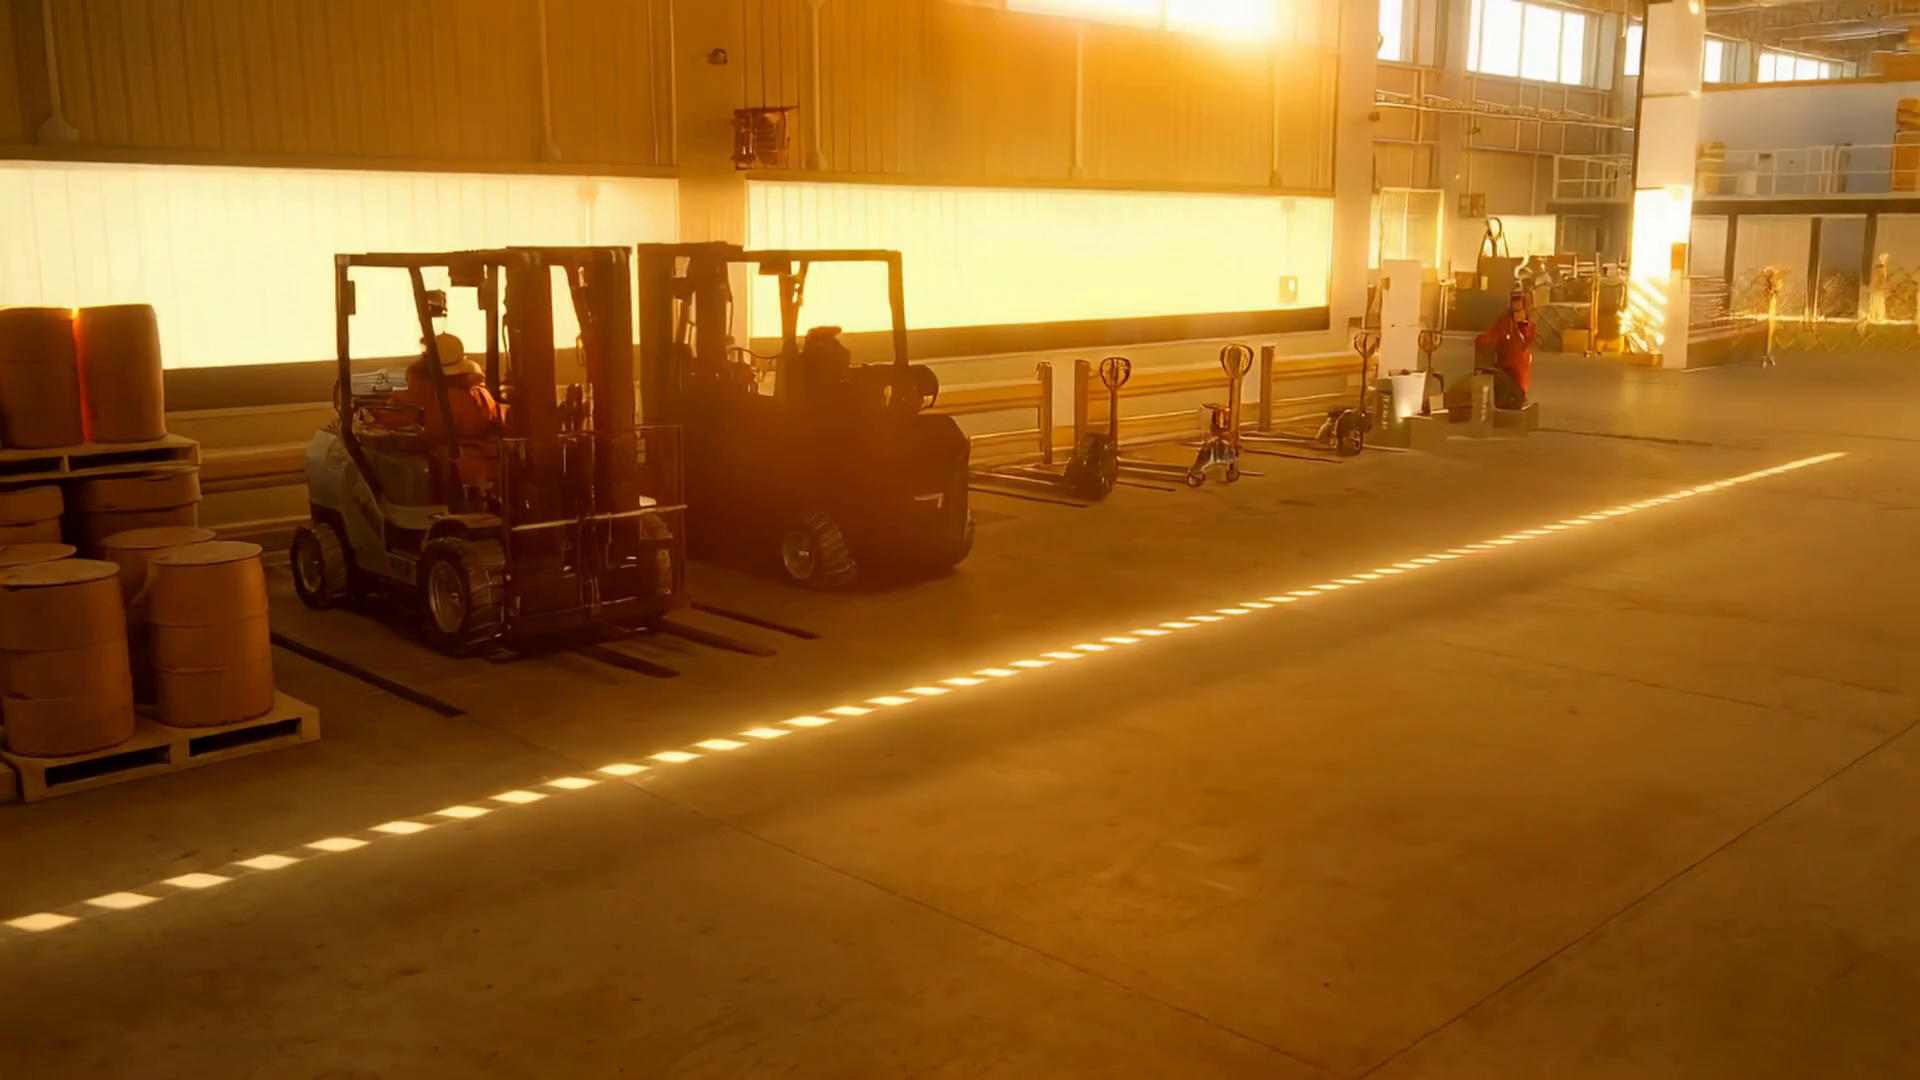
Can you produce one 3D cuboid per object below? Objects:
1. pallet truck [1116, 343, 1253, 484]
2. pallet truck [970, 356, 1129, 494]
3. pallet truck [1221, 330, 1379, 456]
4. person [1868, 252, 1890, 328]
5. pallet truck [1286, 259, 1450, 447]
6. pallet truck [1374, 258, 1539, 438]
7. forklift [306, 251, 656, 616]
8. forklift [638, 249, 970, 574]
[{"bbox_3d":[1.962,-1.215,15.415,1.522,1.261,0.704,10,14,43],"label":"pallet truck"},{"bbox_3d":[0.784,-1.085,14.876,0.680,1.201,1.601,-10,14,-44],"label":"pallet truck"},{"bbox_3d":[3.563,-1.581,17.381,0.653,1.274,1.630,-10,14,-44],"label":"pallet truck"},{"bbox_3d":[22.301,-6.021,40.165,0.529,1.827,0.612,-10,14,-44],"label":"person"},{"bbox_3d":[4.493,-2.078,18.196,0.823,1.965,1.885,-9,14,-40],"label":"pallet truck"},{"bbox_3d":[5.704,-2.208,18.901,1.885,1.965,0.823,10,14,43],"label":"pallet truck"},{"bbox_3d":[-2.833,-0.669,9.694,1.157,1.987,2.680,-10,14,-44],"label":"forklift"},{"bbox_3d":[-1.173,-0.958,11.239,2.680,1.987,1.157,10,14,43],"label":"forklift"}]
